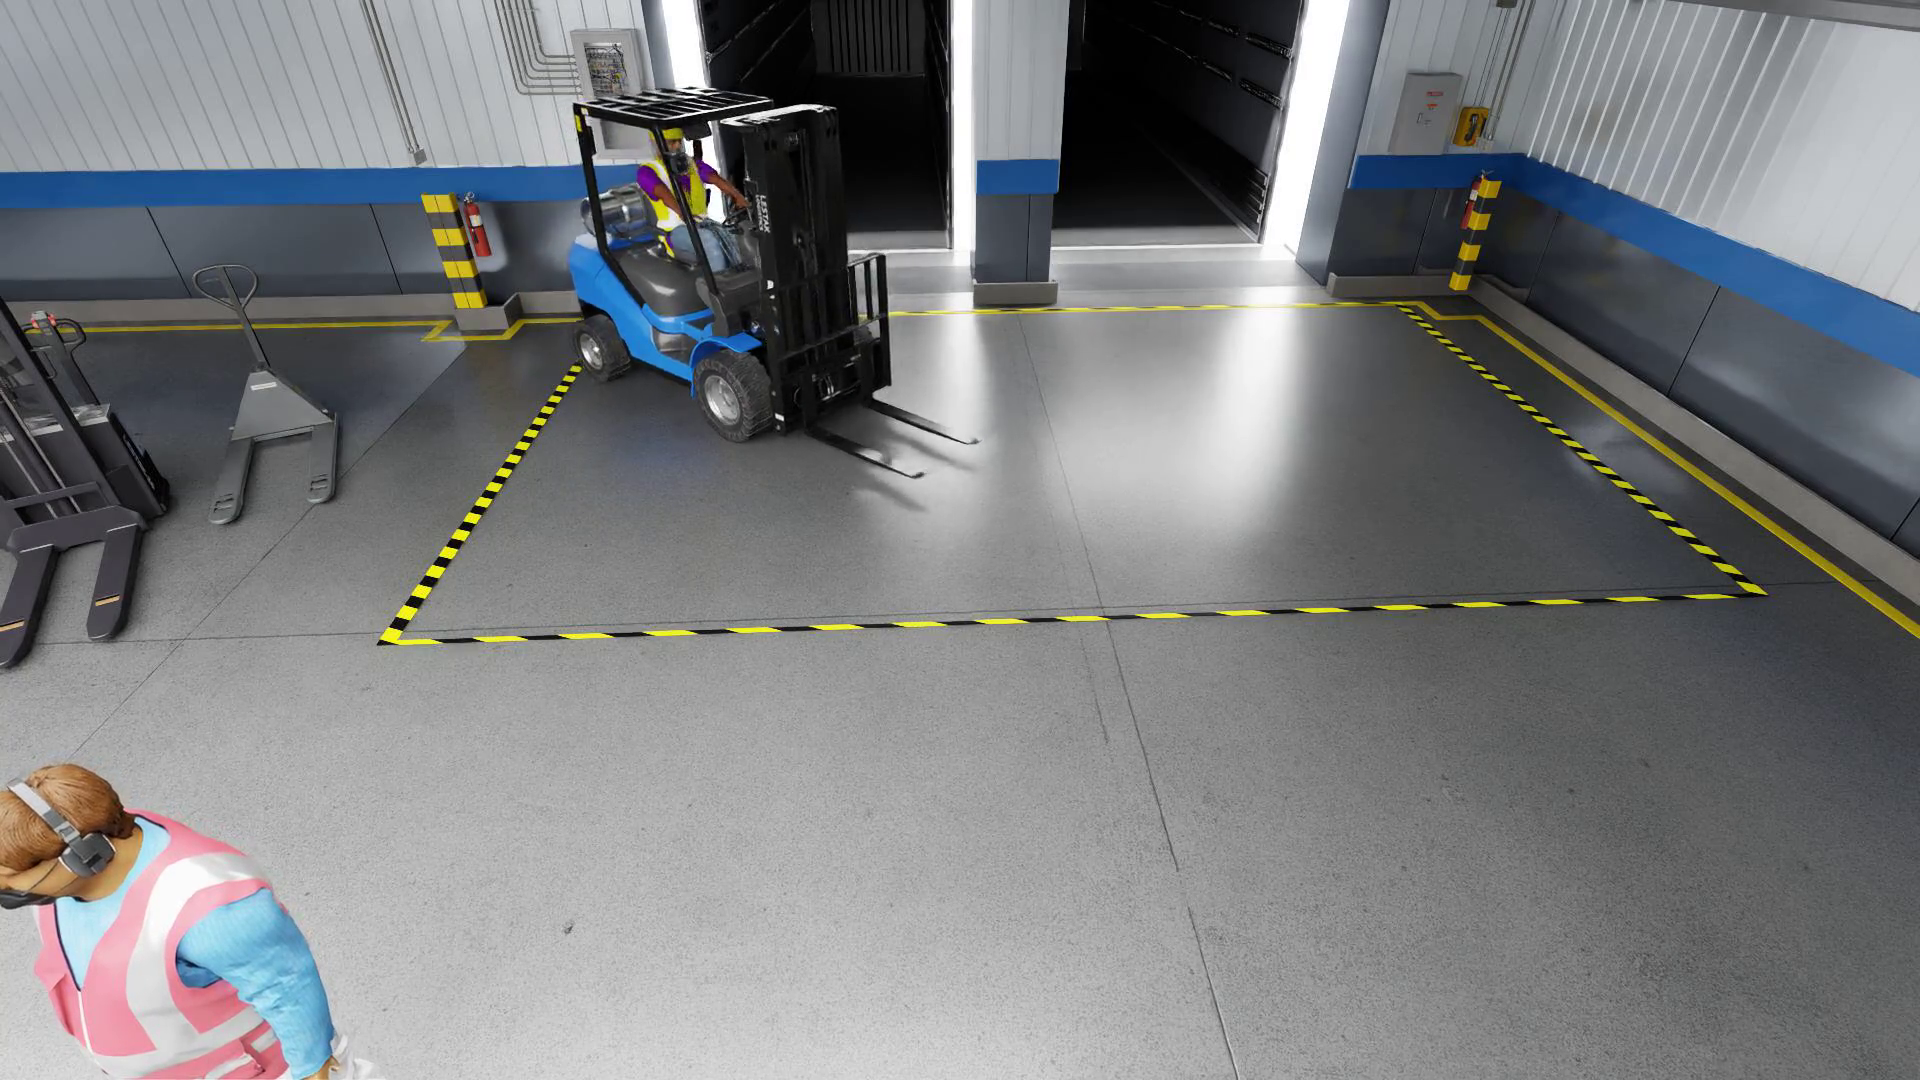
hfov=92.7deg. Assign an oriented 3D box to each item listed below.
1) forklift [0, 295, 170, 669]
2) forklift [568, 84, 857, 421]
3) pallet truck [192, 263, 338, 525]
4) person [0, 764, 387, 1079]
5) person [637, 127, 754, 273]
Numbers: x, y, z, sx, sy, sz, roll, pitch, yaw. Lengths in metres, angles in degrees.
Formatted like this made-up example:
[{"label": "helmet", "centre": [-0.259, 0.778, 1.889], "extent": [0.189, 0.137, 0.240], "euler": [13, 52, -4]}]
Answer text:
[{"label": "forklift", "centre": [-5.212, -0.618, 4.878], "extent": [0.823, 1.965, 1.885], "euler": [-20, 39, -26]}, {"label": "forklift", "centre": [-1.916, -2.252, 6.916], "extent": [2.680, 2.036, 1.157], "euler": [25, 42, 31]}, {"label": "pallet truck", "centre": [-4.778, -1.027, 6.128], "extent": [0.680, 1.201, 1.601], "euler": [-17, 38, -23]}, {"label": "person", "centre": [-1.864, 1.241, 2.342], "extent": [0.633, 1.841, 0.429], "euler": [12, 37, 17]}, {"label": "person", "centre": [-1.874, -2.381, 6.773], "extent": [1.004, 1.294, 0.635], "euler": [25, 42, 31]}]
